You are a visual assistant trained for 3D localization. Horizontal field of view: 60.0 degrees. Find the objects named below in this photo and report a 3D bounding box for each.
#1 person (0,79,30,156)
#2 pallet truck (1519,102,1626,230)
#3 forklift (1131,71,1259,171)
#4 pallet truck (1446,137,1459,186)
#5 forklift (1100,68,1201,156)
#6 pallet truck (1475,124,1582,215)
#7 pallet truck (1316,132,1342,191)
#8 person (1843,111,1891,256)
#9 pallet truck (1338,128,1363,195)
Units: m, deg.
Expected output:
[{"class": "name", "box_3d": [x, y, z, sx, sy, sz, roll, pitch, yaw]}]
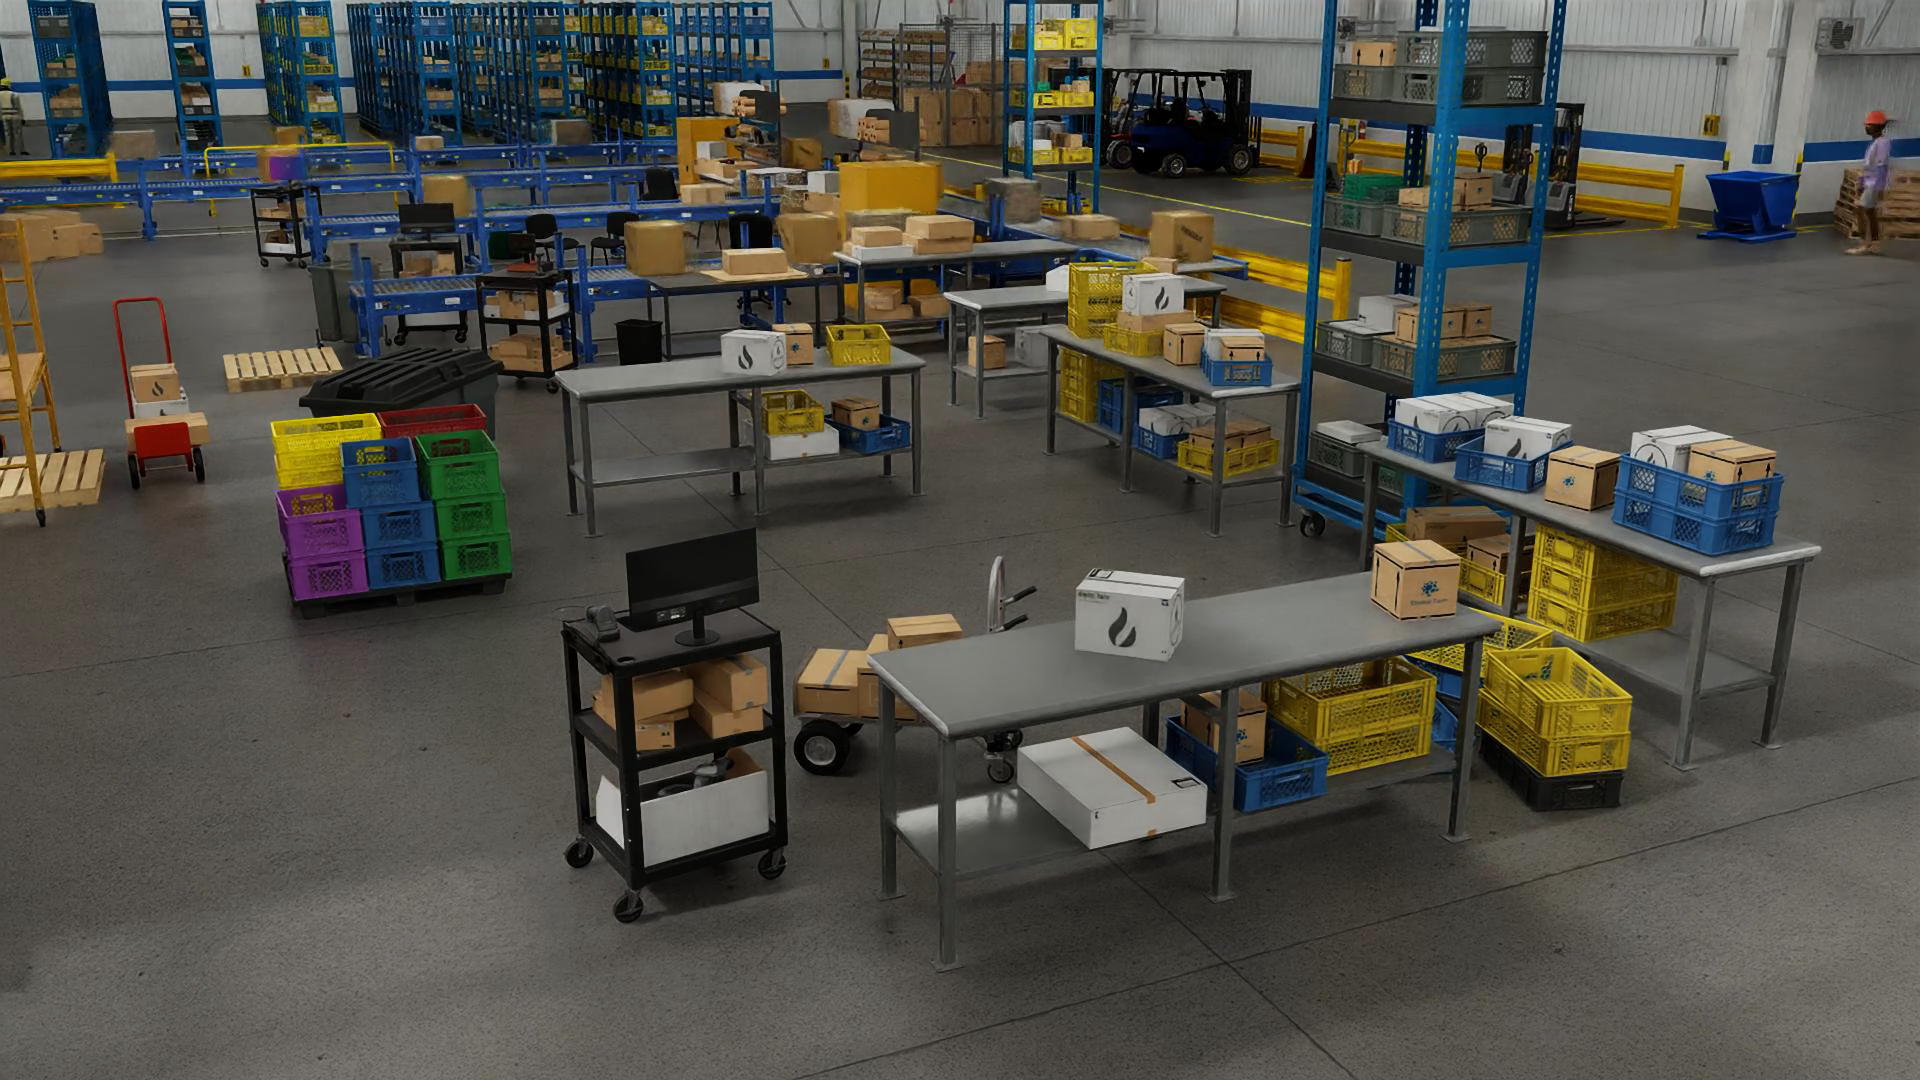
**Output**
[{"class": "person", "box_3d": [-23.019, -10.237, 40.333, 0.638, 1.820, 0.405, -4, 18, -12]}, {"class": "pallet truck", "box_3d": [9.972, -6.037, 26.785, 1.885, 1.965, 0.823, -9, 20, -25]}, {"class": "forklift", "box_3d": [4.998, -8.936, 35.413, 2.680, 1.987, 1.157, -9, 20, -25]}, {"class": "pallet truck", "box_3d": [9.184, -6.485, 29.328, 1.630, 1.274, 0.653, -8, 19, -23]}, {"class": "forklift", "box_3d": [4.082, -9.564, 37.410, 2.680, 1.987, 1.157, -8, 19, -23]}, {"class": "pallet truck", "box_3d": [9.707, -6.455, 28.103, 1.885, 1.965, 0.823, -7, 19, -20]}, {"class": "pallet truck", "box_3d": [7.723, -7.504, 32.656, 1.601, 1.201, 0.680, -8, 19, -23]}, {"class": "person", "box_3d": [12.899, -5.043, 23.596, 0.672, 2.027, 0.667, 4, 18, 13]}, {"class": "pallet truck", "box_3d": [7.845, -7.140, 31.411, 1.522, 1.261, 0.704, -9, 20, -25]}]
